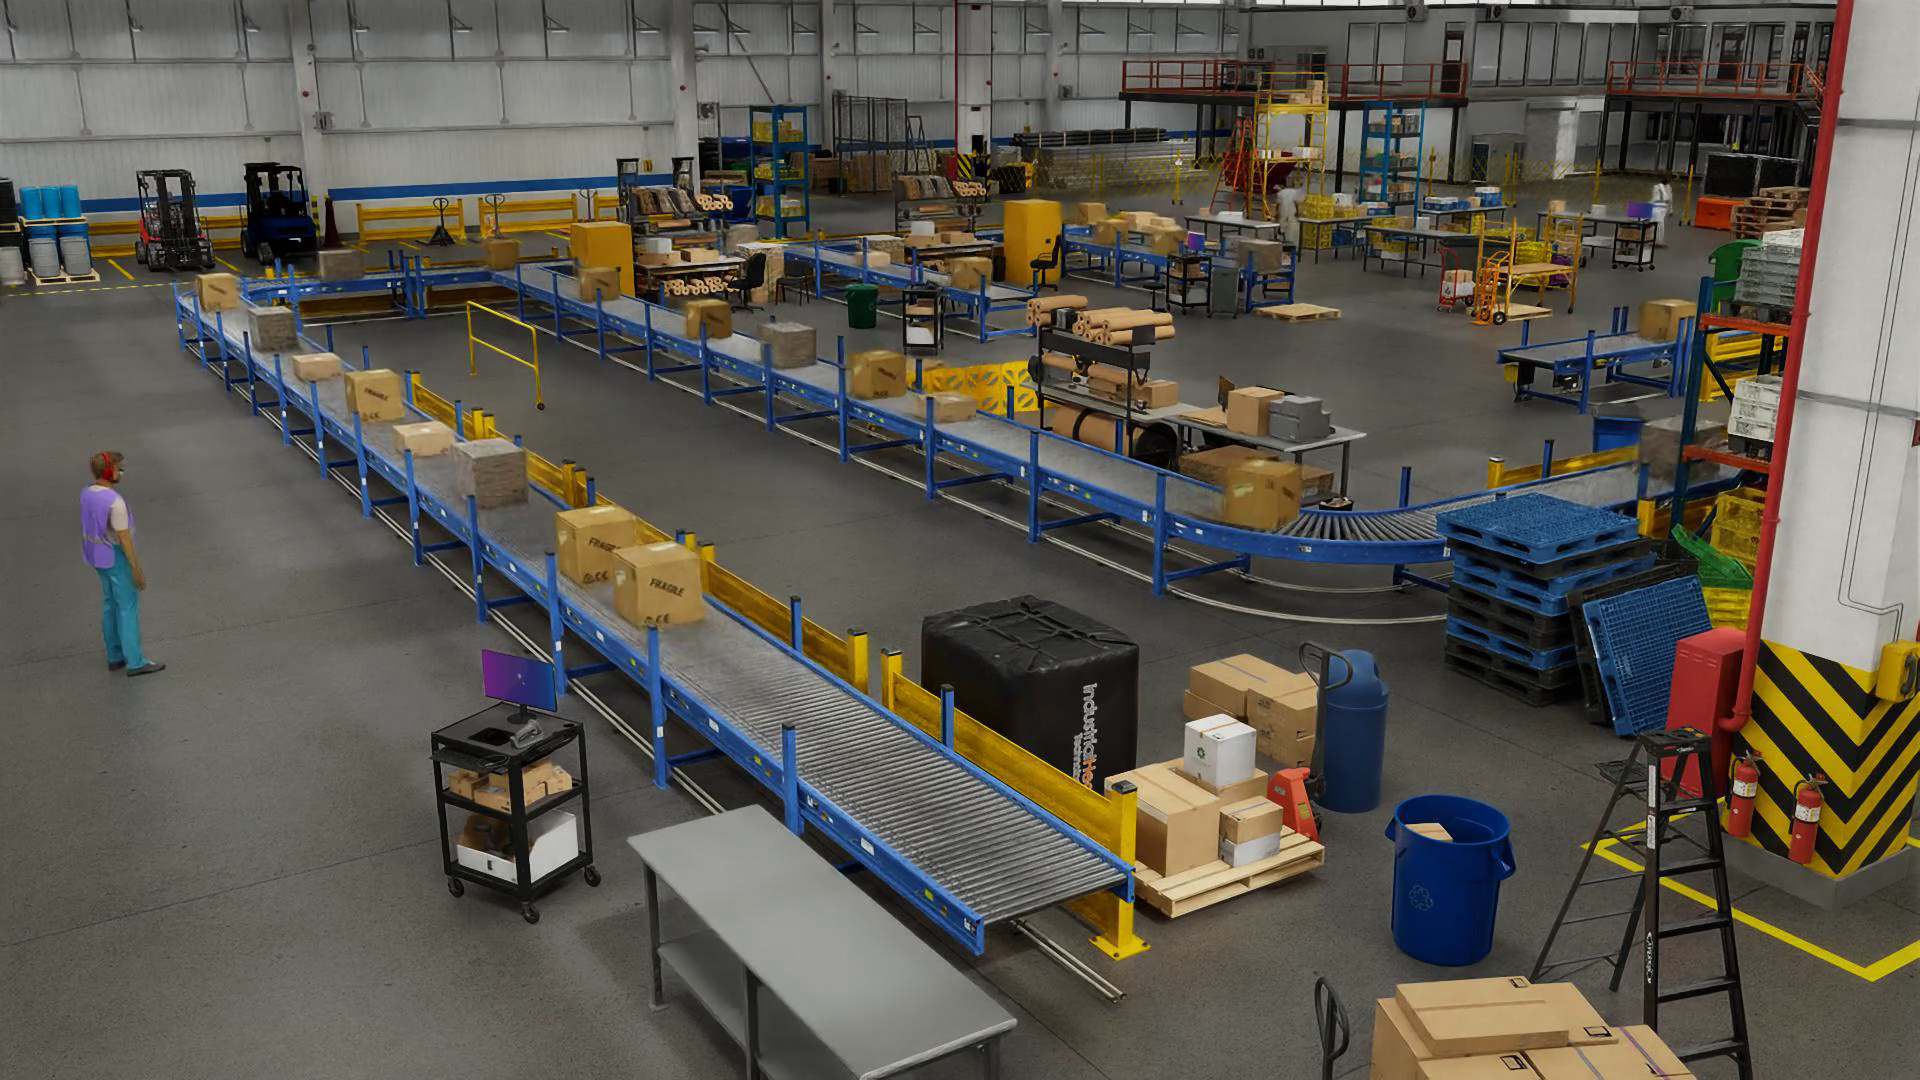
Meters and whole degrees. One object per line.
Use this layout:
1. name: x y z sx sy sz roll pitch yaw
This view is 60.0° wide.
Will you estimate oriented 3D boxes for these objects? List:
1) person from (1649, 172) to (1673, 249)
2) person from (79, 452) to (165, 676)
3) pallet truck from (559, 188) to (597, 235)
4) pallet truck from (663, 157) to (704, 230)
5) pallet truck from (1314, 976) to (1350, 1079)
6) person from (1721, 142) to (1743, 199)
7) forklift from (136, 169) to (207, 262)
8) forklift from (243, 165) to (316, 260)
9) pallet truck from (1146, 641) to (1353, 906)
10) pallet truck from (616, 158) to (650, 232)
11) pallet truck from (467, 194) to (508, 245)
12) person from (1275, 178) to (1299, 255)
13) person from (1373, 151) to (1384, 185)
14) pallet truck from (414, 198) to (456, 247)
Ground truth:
1. person: 17.285 -8.049 40.733 0.606 1.859 0.774 -9 19 -28
2. person: -6.790 0.200 13.362 0.597 1.838 0.407 11 20 33
3. pallet truck: -10.010 -8.652 43.699 0.653 1.274 1.630 -10 20 -31
4. pallet truck: -7.586 -9.308 44.692 0.823 1.965 1.885 -11 20 -33
5. pallet truck: 2.299 2.390 7.086 1.601 1.201 0.680 -2 17 -7
6. person: 24.033 -11.407 51.800 0.585 1.925 0.373 1 17 3
7. forklift: -17.842 -7.318 37.559 1.157 1.987 2.680 -10 20 -31
8. forklift: -15.898 -7.669 38.708 1.157 1.987 2.680 -11 20 -33
9. pallet truck: 1.664 1.407 10.232 1.630 1.274 0.653 -10 20 -31
10. pallet truck: -8.918 -9.176 44.255 0.823 1.965 1.885 -9 19 -27
11. pallet truck: -11.983 -8.177 42.137 0.704 1.261 1.522 -11 20 -33
12. person: 7.835 -7.712 39.685 0.667 1.832 0.337 0 17 1
13. person: 12.701 -10.979 50.684 0.557 1.745 0.550 12 20 35
14. pallet truck: -13.250 -8.060 41.856 0.680 1.201 1.601 -10 20 -31
